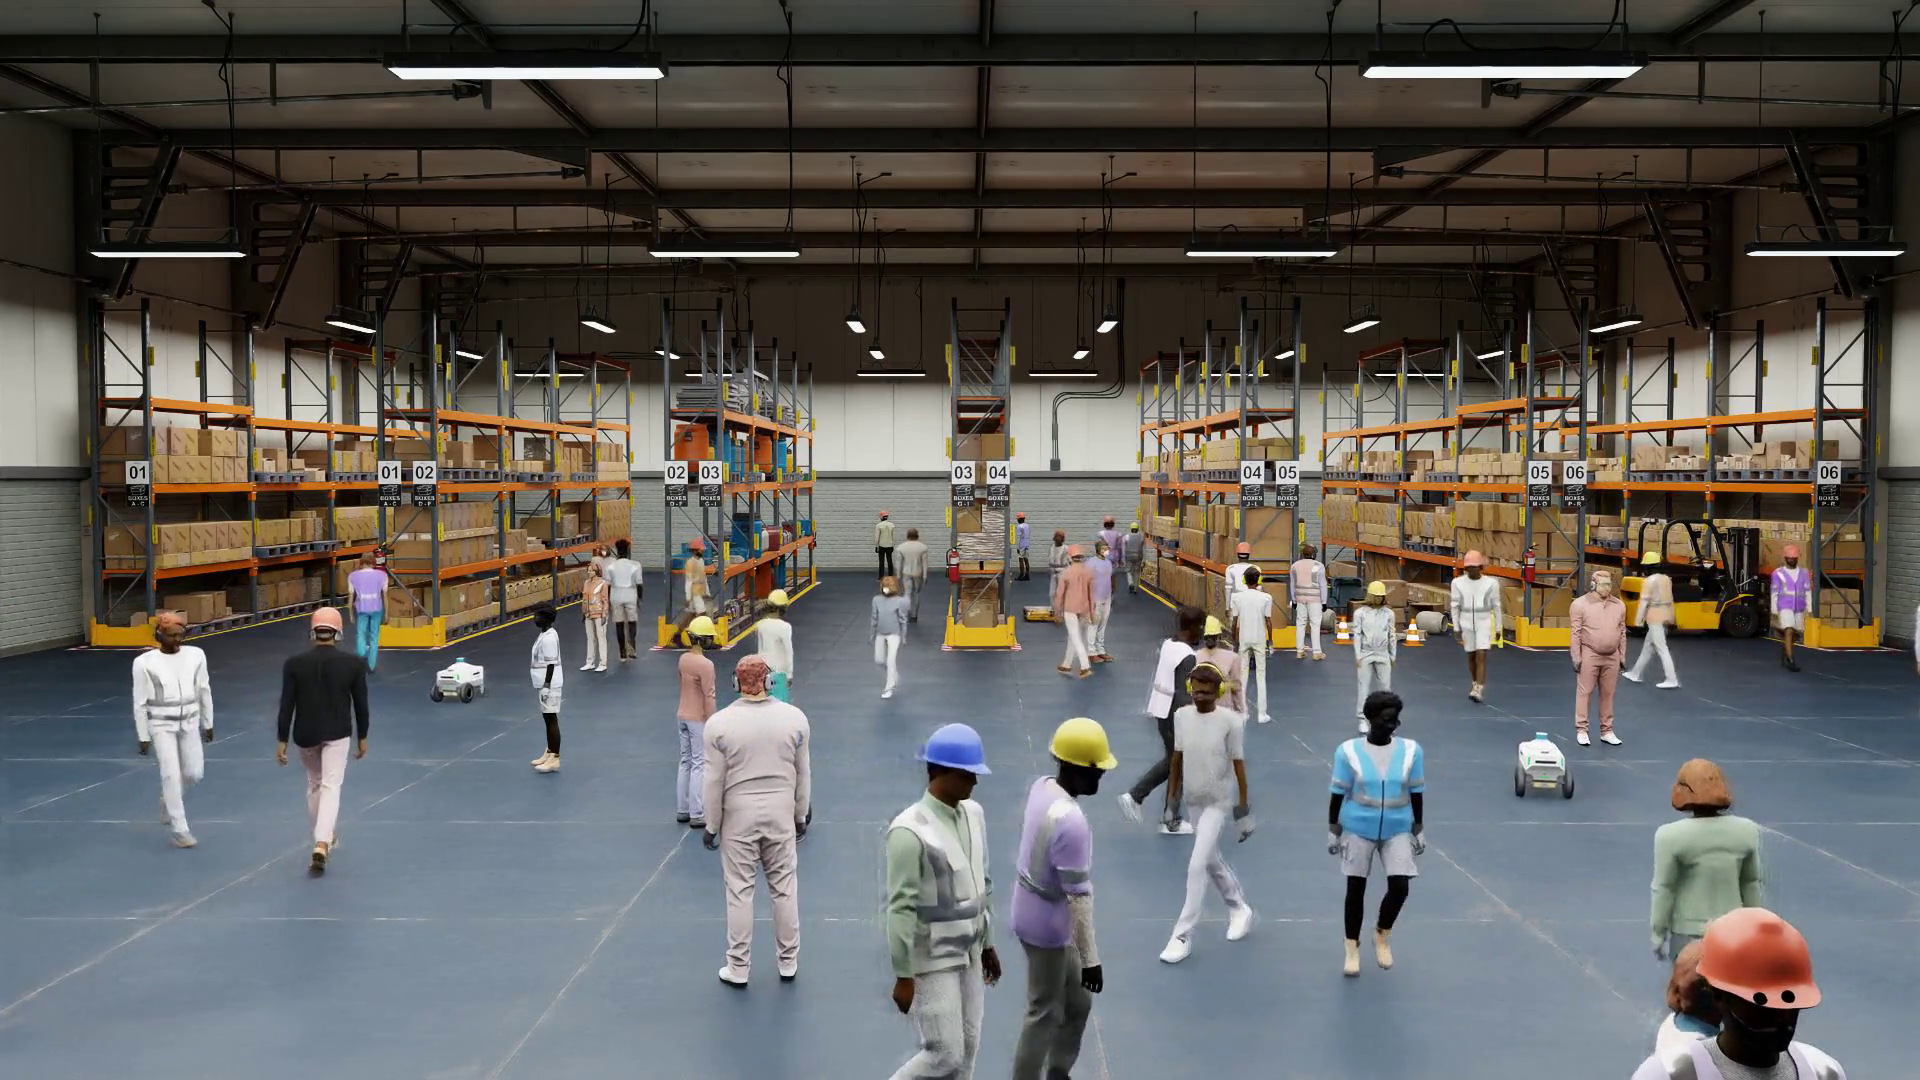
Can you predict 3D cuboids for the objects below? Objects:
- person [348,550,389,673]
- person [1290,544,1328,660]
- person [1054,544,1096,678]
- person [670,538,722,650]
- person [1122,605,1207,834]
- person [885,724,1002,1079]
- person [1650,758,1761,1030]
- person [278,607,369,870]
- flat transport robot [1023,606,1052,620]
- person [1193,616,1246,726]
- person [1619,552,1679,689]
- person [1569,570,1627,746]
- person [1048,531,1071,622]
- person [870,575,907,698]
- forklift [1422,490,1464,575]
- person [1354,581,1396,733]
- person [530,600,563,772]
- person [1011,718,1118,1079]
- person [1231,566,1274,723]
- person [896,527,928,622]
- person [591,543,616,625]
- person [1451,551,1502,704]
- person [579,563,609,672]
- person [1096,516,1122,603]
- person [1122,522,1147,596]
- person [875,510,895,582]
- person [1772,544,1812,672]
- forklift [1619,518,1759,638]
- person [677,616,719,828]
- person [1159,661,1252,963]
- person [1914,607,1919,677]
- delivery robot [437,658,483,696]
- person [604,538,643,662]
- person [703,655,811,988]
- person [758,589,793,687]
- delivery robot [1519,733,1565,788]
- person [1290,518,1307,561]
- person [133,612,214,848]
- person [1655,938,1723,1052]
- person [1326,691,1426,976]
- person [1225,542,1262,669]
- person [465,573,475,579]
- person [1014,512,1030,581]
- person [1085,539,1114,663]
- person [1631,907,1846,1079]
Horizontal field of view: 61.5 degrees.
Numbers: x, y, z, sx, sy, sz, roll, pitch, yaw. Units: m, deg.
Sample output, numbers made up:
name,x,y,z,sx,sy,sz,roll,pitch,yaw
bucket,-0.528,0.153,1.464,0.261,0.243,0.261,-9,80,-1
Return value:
name,x,y,z,sx,sy,sz,roll,pitch,yaw
person,-8.797,1.072,24.046,0.574,1.827,0.462,-1,2,-22
person,5.628,0.989,25.960,0.633,1.842,0.429,2,3,40
person,1.688,1.031,23.626,0.626,1.950,1.004,-1,3,-31
person,-4.515,0.910,27.402,0.955,1.902,0.562,0,2,10
person,1.713,1.471,13.248,0.618,1.881,0.642,0,2,-8
person,-0.097,1.715,6.719,0.505,1.921,0.613,1,3,31
person,3.469,1.829,7.483,0.522,1.620,0.411,0,2,-3
person,-4.848,1.489,12.275,0.643,1.945,1.027,0,2,-10
flat transport robot,1.660,1.495,33.219,0.652,0.197,1.431,0,2,-2
person,2.234,1.517,14.285,0.573,1.704,0.934,0,2,9
person,9.572,1.107,22.455,0.610,1.876,0.965,-2,3,-39
person,7.006,1.286,17.678,0.639,1.909,0.409,0,2,-6
person,2.016,0.730,32.342,0.596,1.848,0.518,2,3,37
person,-0.936,1.272,21.505,0.512,1.619,0.528,1,2,24
forklift,13.926,-0.371,47.846,1.873,2.768,1.129,0,2,0
person,4.761,1.338,18.503,0.491,1.743,0.314,0,2,-1
person,-4.130,1.450,16.131,0.318,1.699,0.534,-1,2,-19
person,0.460,1.722,7.169,0.615,1.873,0.667,0,2,-2
person,3.509,1.246,19.360,0.515,1.863,0.335,1,2,23
person,-0.952,0.706,32.244,0.634,1.917,0.819,0,2,-3
person,-7.019,0.860,31.829,0.531,1.618,0.377,0,2,-9
person,6.707,1.122,20.999,0.615,1.974,1.053,1,3,28
person,-5.485,1.155,24.264,0.514,1.642,0.310,2,3,35
person,3.439,0.440,37.591,0.653,2.011,0.814,0,2,-10
person,4.283,0.456,39.687,0.614,1.813,0.431,0,2,0
person,-2.105,0.164,44.975,0.617,1.987,0.406,-1,3,-33
person,12.622,1.012,24.574,0.542,1.913,0.839,0,2,4
forklift,13.417,0.684,29.791,2.313,2.155,1.214,0,2,0
person,-2.199,1.521,13.629,0.337,1.757,0.518,-2,3,-39
person,1.568,1.639,10.038,0.944,1.817,0.557,-2,3,-45
person,10.737,1.298,17.462,0.963,1.902,0.634,-2,3,-42
delivery robot,-6.547,1.788,21.164,0.477,0.478,0.707,0,2,11
person,-5.340,0.950,25.607,0.603,1.948,0.409,-1,2,-13
person,-1.188,1.618,9.396,0.636,1.903,0.404,-1,2,-20
person,-2.014,1.393,17.092,0.683,1.749,0.530,-2,3,-45
delivery robot,5.398,2.034,14.989,0.477,0.478,0.707,1,2,14
person,8.977,0.324,42.777,0.429,1.840,0.624,1,3,33
person,-6.307,1.494,12.895,0.583,1.866,0.624,2,3,41
person,2.077,1.946,4.686,0.514,1.619,0.521,1,2,20
person,2.437,1.715,9.473,0.588,1.685,0.377,0,2,6
person,4.316,0.996,24.611,0.551,1.935,0.375,0,2,9
person,-11.506,0.527,38.122,0.621,1.793,0.872,0,2,9
person,1.739,0.176,45.390,0.389,1.929,0.545,2,3,37
person,2.215,0.959,25.510,0.373,1.941,0.627,2,3,38
person,1.853,1.822,3.794,0.552,1.937,0.356,0,2,-12
